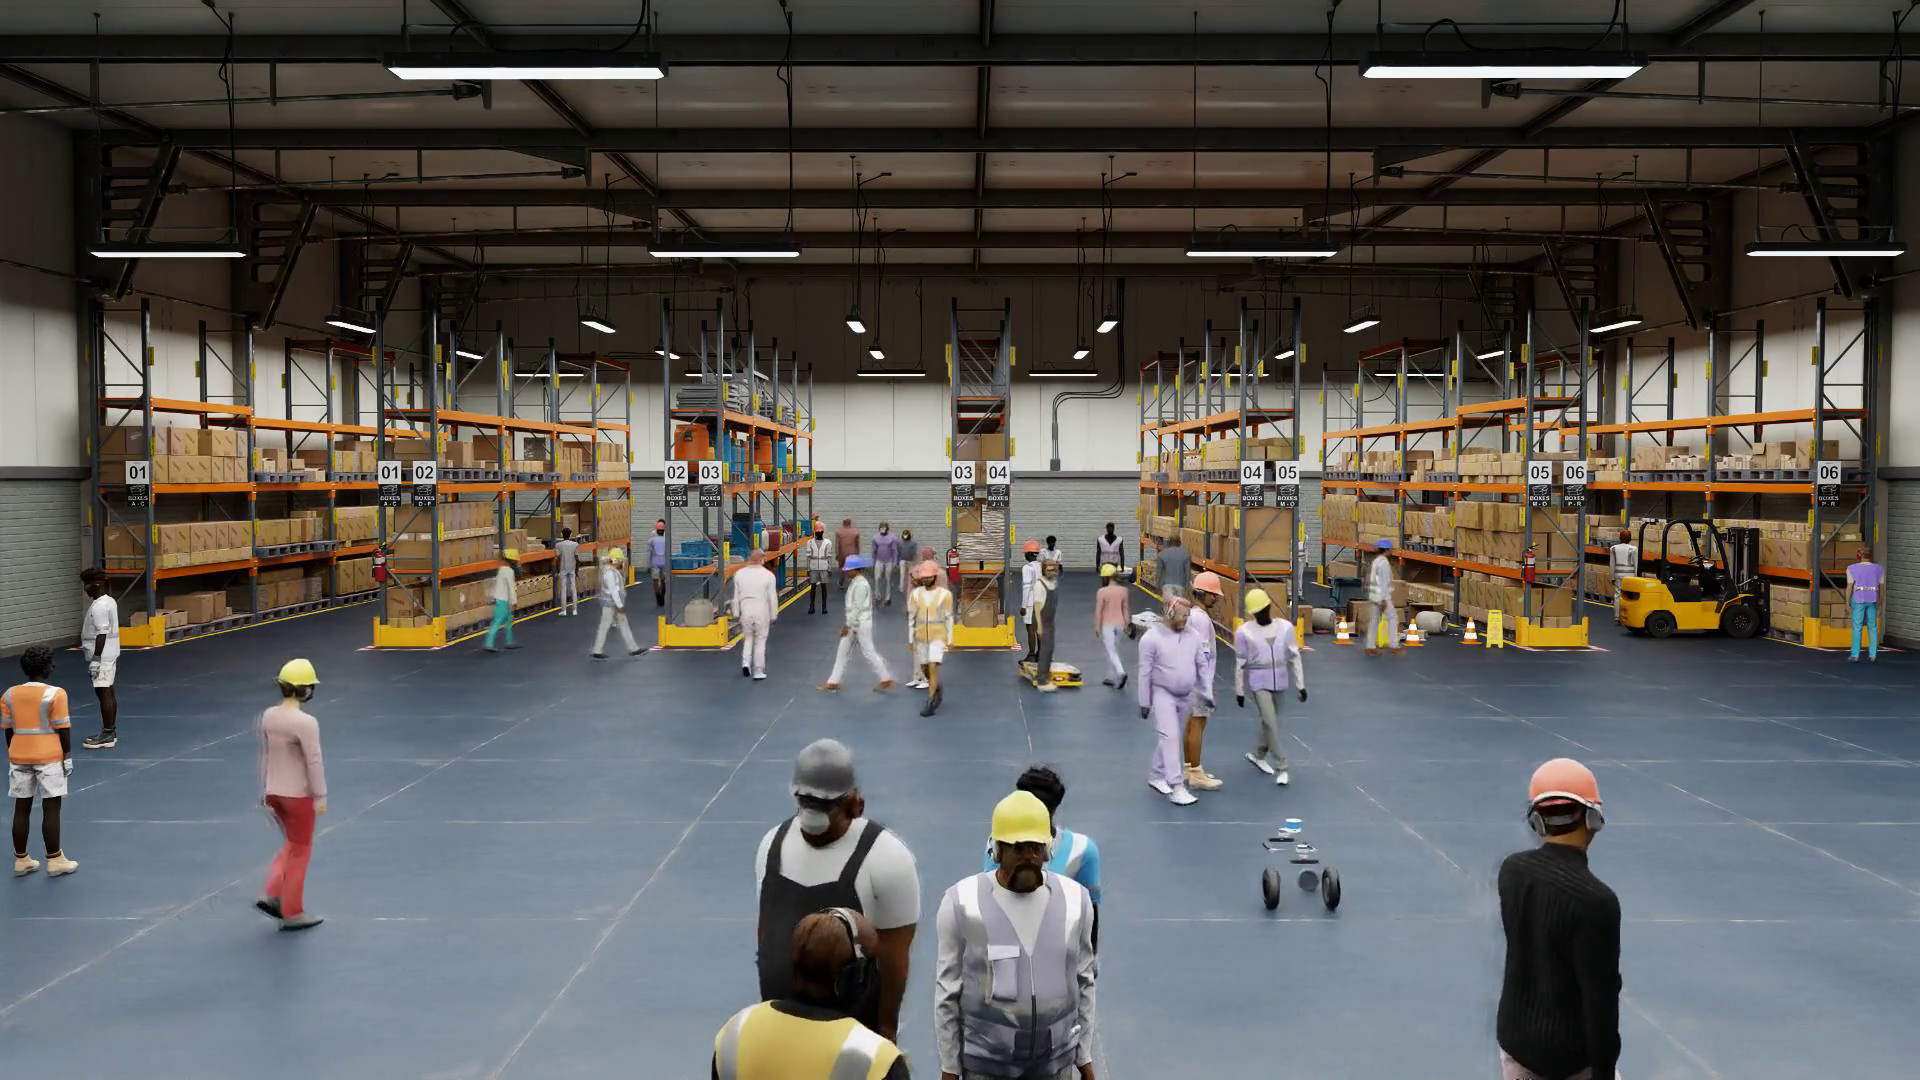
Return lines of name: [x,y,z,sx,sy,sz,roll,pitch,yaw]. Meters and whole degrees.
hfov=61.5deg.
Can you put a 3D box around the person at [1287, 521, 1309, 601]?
person: [7.943,0.486,38.115,0.573,1.883,0.354,0,2,-5]

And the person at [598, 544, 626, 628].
person: [-6.727,0.882,31.234,0.545,1.623,0.371,-1,2,-16]

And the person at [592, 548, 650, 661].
person: [-5.444,1.027,25.705,0.908,1.781,0.591,0,2,2]

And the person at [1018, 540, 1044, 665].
person: [1.118,0.973,25.126,0.351,1.942,0.545,2,3,35]

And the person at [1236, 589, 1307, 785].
person: [2.961,1.391,15.607,0.665,1.866,0.802,-1,2,-13]

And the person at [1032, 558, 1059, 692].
person: [1.212,1.161,22.110,0.466,1.820,0.523,1,3,31]

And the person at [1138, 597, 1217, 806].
person: [1.948,1.435,14.673,0.631,1.850,0.960,-1,3,-32]

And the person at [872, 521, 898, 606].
person: [-1.713,0.535,36.474,0.647,1.906,0.793,0,2,11]

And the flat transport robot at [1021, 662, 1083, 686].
flat transport robot: [1.292,1.902,22.984,0.652,0.197,1.431,0,2,-7]

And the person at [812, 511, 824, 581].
person: [-4.072,0.162,45.102,0.730,1.967,0.660,2,3,37]

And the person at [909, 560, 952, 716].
person: [-0.344,1.192,20.105,0.554,1.912,0.866,1,2,18]

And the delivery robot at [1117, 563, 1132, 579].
delivery robot: [4.402,0.870,44.272,0.707,0.478,0.477,-2,3,-44]

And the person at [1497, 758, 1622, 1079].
person: [2.217,1.744,5.631,0.931,1.948,0.630,-1,2,-18]

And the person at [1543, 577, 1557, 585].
person: [13.286,0.627,36.432,0.320,1.737,0.483,-1,2,-24]

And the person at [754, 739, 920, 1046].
person: [-0.460,1.700,6.111,0.688,2.000,0.937,1,2,19]

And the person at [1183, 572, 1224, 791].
person: [2.296,1.319,15.292,0.403,2.033,0.607,0,2,-1]

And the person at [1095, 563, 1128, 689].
person: [2.132,1.189,22.404,0.518,1.730,0.806,-1,3,-26]

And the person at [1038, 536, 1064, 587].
person: [1.929,0.743,34.025,0.553,1.676,0.519,-1,2,-21]

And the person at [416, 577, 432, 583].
person: [-10.982,0.655,33.536,0.633,1.920,0.387,0,2,8]

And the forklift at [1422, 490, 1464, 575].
forklift: [13.926,-0.371,47.846,1.873,2.768,1.129,0,2,0]

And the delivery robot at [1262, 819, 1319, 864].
delivery robot: [2.311,2.056,11.210,0.335,0.223,0.698,0,2,-2]

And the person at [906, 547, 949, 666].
person: [-0.421,1.038,24.446,0.674,1.856,0.991,1,3,29]

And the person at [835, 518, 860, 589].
person: [-2.906,0.361,41.632,0.668,1.848,1.012,-1,2,-14]

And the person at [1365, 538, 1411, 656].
person: [6.980,0.938,26.228,0.794,1.918,0.644,0,2,-1]

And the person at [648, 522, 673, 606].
person: [-6.753,0.540,36.400,0.552,1.918,0.821,0,2,-11]

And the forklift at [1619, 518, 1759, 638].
forklift: [13.417,0.684,29.791,2.313,2.155,1.214,0,2,0]

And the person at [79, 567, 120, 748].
person: [-9.357,1.264,17.567,0.376,1.959,0.603,-1,2,-19]

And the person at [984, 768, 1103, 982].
person: [0.330,1.828,7.083,0.540,1.650,0.831,1,2,19]

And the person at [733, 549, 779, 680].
person: [-2.925,1.068,23.280,0.676,1.892,0.427,1,2,17]

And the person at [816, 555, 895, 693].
person: [-1.361,1.138,21.774,1.015,1.890,0.613,-1,2,-23]

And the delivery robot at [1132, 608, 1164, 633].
delivery robot: [3.394,1.472,29.133,0.477,0.478,0.707,-1,2,-22]

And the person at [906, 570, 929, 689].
person: [-0.559,1.234,22.329,0.310,1.636,0.523,-1,3,-26]

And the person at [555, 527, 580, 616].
person: [-8.262,0.657,33.951,0.517,1.874,0.327,-1,3,-27]

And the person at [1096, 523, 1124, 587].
person: [3.395,0.559,36.389,0.621,1.864,0.982,0,2,1]

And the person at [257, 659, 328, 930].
person: [-4.307,1.646,10.505,0.542,1.750,0.368,2,3,35]

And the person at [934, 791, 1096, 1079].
person: [0.205,1.797,5.694,0.590,1.836,0.404,-1,2,-14]

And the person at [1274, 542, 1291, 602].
person: [7.409,0.536,37.503,0.588,1.830,0.404,0,2,-8]

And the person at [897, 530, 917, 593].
person: [-1.342,0.539,40.398,0.515,1.588,0.839,0,2,10]

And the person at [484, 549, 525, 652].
person: [-7.582,1.008,26.947,0.811,1.721,0.543,-1,3,-31]

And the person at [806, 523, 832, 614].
person: [-3.013,0.601,34.514,0.542,1.939,0.363,0,2,-2]

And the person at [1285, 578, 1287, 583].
person: [8.753,0.232,42.593,0.610,2.039,0.401,1,2,17]

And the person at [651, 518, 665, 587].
person: [-7.700,0.370,41.576,0.549,1.837,0.717,-1,2,-13]

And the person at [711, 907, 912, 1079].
person: [-0.343,1.867,4.250,0.655,1.832,0.553,2,3,35]

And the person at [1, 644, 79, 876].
person: [-6.787,1.619,11.903,0.535,1.697,0.318,0,2,7]

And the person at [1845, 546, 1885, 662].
person: [14.285,1.012,25.479,0.562,1.836,0.378,0,2,5]

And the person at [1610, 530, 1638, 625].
person: [13.079,0.739,31.742,0.355,1.883,0.574,-2,3,-44]

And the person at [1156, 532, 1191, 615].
person: [3.891,0.816,29.364,0.628,1.923,0.753,0,2,3]
